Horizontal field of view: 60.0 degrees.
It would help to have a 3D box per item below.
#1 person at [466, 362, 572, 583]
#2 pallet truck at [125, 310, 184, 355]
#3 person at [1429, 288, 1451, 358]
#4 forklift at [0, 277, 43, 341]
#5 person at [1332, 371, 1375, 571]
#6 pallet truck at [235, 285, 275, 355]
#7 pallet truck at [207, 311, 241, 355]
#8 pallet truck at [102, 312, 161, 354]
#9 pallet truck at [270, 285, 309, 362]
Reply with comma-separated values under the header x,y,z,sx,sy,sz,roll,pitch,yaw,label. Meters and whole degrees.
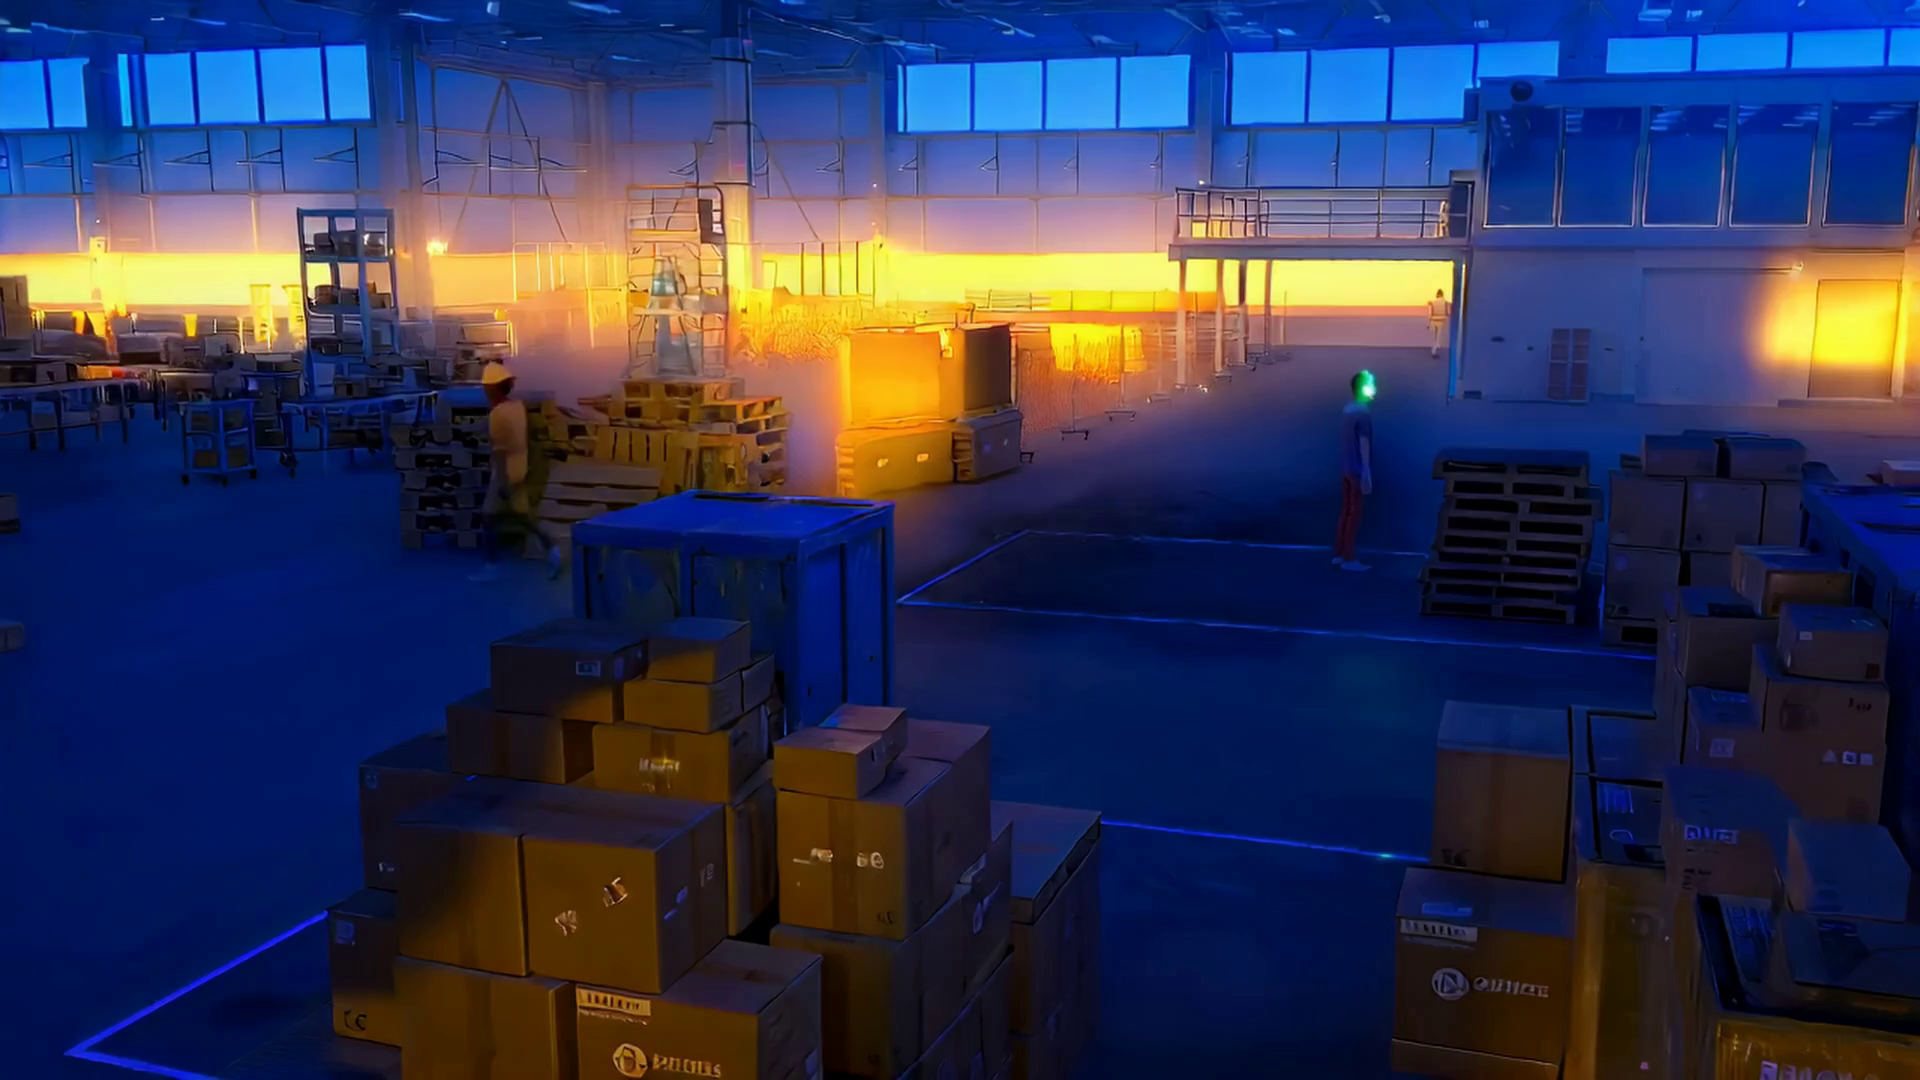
x,y,z,sx,sy,sz,roll,pitch,yaw,label
-3.974,-0.586,14.847,0.894,2.008,0.595,2,10,11,person
-22.038,-5.665,45.457,0.704,1.261,1.522,3,11,17,pallet truck
12.890,-5.824,44.686,0.576,1.882,0.362,4,11,20,person
-27.151,-6.329,46.328,1.157,1.987,2.680,3,11,17,forklift
3.704,-0.639,15.564,0.331,1.859,0.506,-2,10,-11,person
-18.327,-5.835,44.421,0.823,1.965,1.885,4,11,23,pallet truck
-19.537,-5.575,44.913,0.653,1.274,1.630,3,11,19,pallet truck
-23.057,-5.777,46.261,0.680,1.201,1.601,3,11,19,pallet truck
-17.147,-5.700,43.663,0.823,1.965,1.885,3,11,17,pallet truck
